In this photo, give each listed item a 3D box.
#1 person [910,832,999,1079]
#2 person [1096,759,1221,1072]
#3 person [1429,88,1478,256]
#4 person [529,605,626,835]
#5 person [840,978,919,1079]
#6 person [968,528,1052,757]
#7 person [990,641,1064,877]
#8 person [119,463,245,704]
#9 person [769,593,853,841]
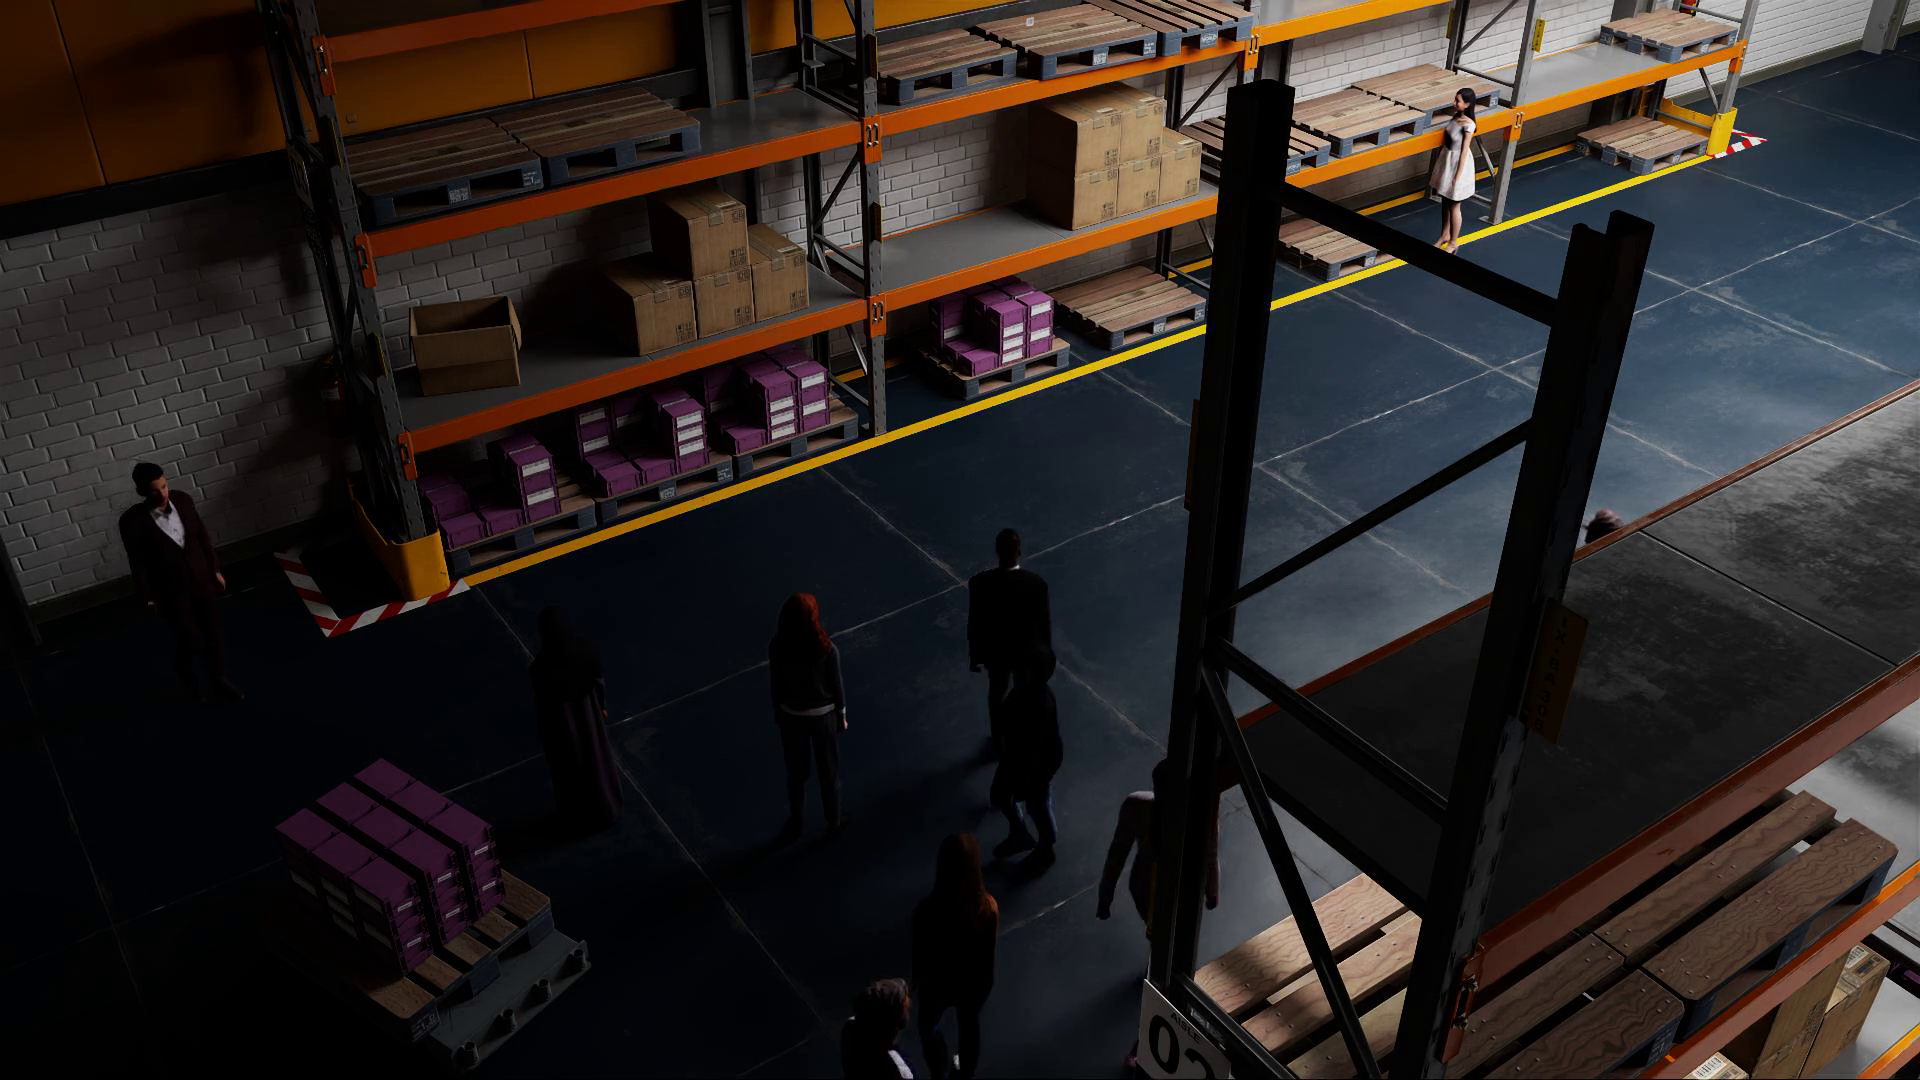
[{"bbox_3d":[-0.015,2.208,8.108,0.791,1.699,0.804,-9,35,-13],"label":"person"},{"bbox_3d":[1.098,1.776,8.668,1.057,1.798,1.317,18,37,25],"label":"person"},{"bbox_3d":[5.058,-3.761,17.023,0.793,1.769,0.773,-4,34,-5],"label":"person"},{"bbox_3d":[-2.315,1.058,9.913,0.507,1.615,0.651,-22,39,-29],"label":"person"},{"bbox_3d":[-0.389,2.653,7.320,0.848,1.829,0.651,-23,40,-30],"label":"person"},{"bbox_3d":[0.323,0.740,10.240,1.029,1.783,1.081,3,34,4],"label":"person"},{"bbox_3d":[0.499,1.257,9.557,0.654,1.677,0.605,-13,36,-19],"label":"person"},{"bbox_3d":[-5.144,0.261,10.898,0.880,1.852,0.796,20,39,28],"label":"person"},{"bbox_3d":[-0.890,1.044,9.786,0.643,1.779,0.707,5,34,7],"label":"person"}]
